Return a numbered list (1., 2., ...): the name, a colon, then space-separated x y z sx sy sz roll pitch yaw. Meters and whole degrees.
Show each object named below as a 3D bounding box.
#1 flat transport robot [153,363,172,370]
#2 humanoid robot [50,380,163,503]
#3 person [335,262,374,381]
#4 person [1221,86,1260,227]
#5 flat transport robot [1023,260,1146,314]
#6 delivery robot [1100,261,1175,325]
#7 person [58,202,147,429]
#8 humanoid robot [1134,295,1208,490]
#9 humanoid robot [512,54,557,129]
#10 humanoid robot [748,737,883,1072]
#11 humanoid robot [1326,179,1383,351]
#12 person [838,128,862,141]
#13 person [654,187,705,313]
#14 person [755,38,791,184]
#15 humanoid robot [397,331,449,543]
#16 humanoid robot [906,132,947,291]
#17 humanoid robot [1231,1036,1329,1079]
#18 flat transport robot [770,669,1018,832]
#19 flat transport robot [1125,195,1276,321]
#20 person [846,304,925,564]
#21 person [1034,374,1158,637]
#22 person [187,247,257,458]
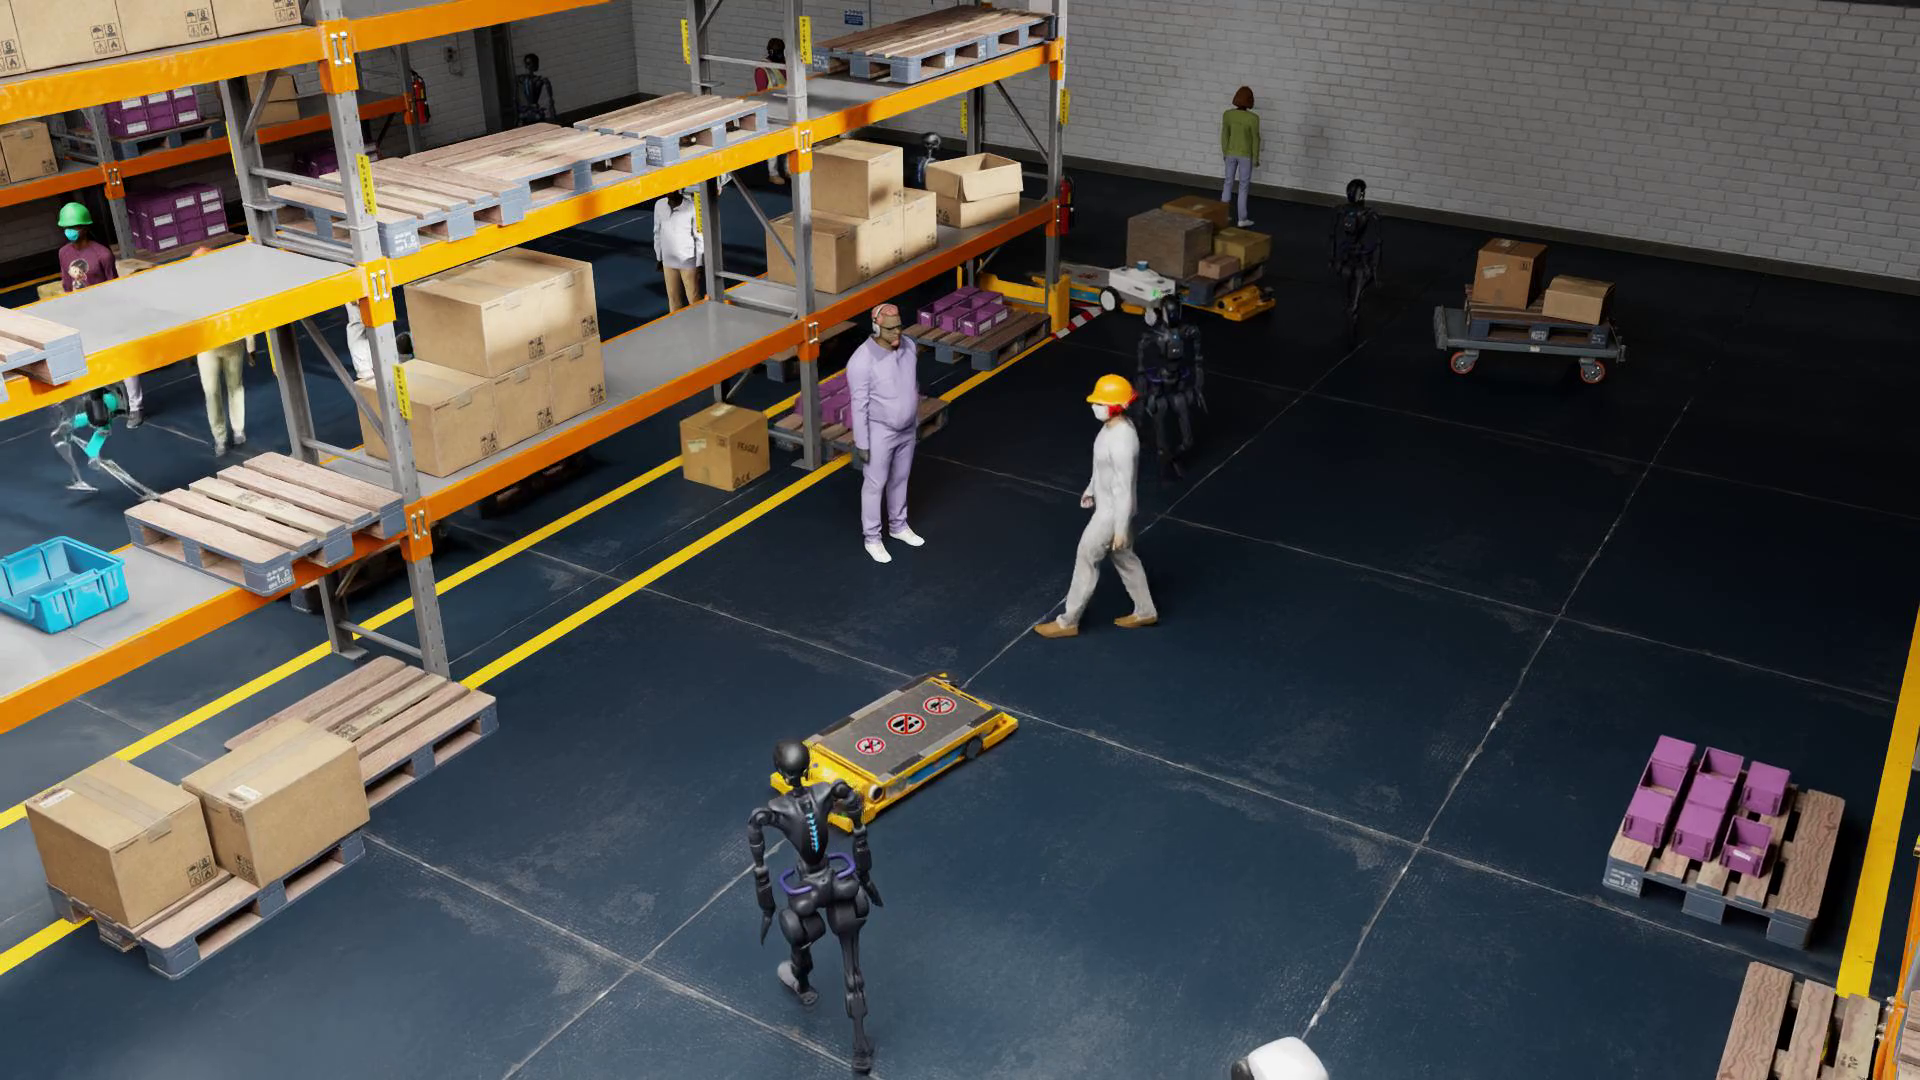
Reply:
1. flat transport robot: -8.149 -1.626 15.402 1.431 0.231 0.659 -20 33 -34
2. humanoid robot: -6.704 -1.031 12.634 0.974 1.753 0.571 2 27 5
3. person: -5.403 -2.332 14.950 0.360 1.937 0.634 -1 27 -2
4. person: 3.296 -4.511 19.577 0.499 1.633 0.287 20 33 34
5. flat transport robot: 1.411 -2.649 17.418 1.431 0.231 0.659 16 31 28
6. delivery robot: 1.829 -2.539 16.874 0.499 0.585 0.765 -20 33 -34
7. person: -7.290 -1.905 14.092 0.491 1.955 0.422 2 27 5
8. humanoid robot: 1.625 -1.158 12.935 0.611 1.632 0.454 -7 28 -14
9. humanoid robot: -5.425 -5.382 21.271 0.614 1.635 0.641 5 27 10
10. humanoid robot: -0.641 1.598 7.541 0.595 1.619 0.774 -13 30 -24
11. humanoid robot: 3.775 -2.643 15.868 0.599 1.624 0.613 22 34 37
12. person: -1.101 -3.381 17.169 0.518 1.800 0.912 11 29 21
13. person: -2.673 -2.674 15.825 0.558 1.751 0.324 12 29 22
14. person: -2.319 -5.499 21.313 0.429 1.831 0.633 19 33 33
15. humanoid robot: -3.828 -0.686 11.997 0.577 1.824 0.911 1 27 3
16. humanoid robot: -0.353 -3.446 17.438 0.610 1.652 0.326 20 33 35
17. humanoid robot: 0.876 2.556 5.650 0.742 1.881 0.541 -14 30 -26
18. flat transport robot: -0.368 1.213 9.808 0.659 0.231 1.431 23 35 37
19. flat transport robot: 2.496 -2.585 17.291 1.431 0.231 0.659 22 34 36
20. person: -0.500 -0.781 11.928 0.413 1.906 0.650 21 34 36
21. person: 0.954 -0.218 10.883 0.844 1.859 0.591 2 27 3
22. person: -6.058 -1.551 13.637 0.568 1.722 0.712 -12 29 -23
